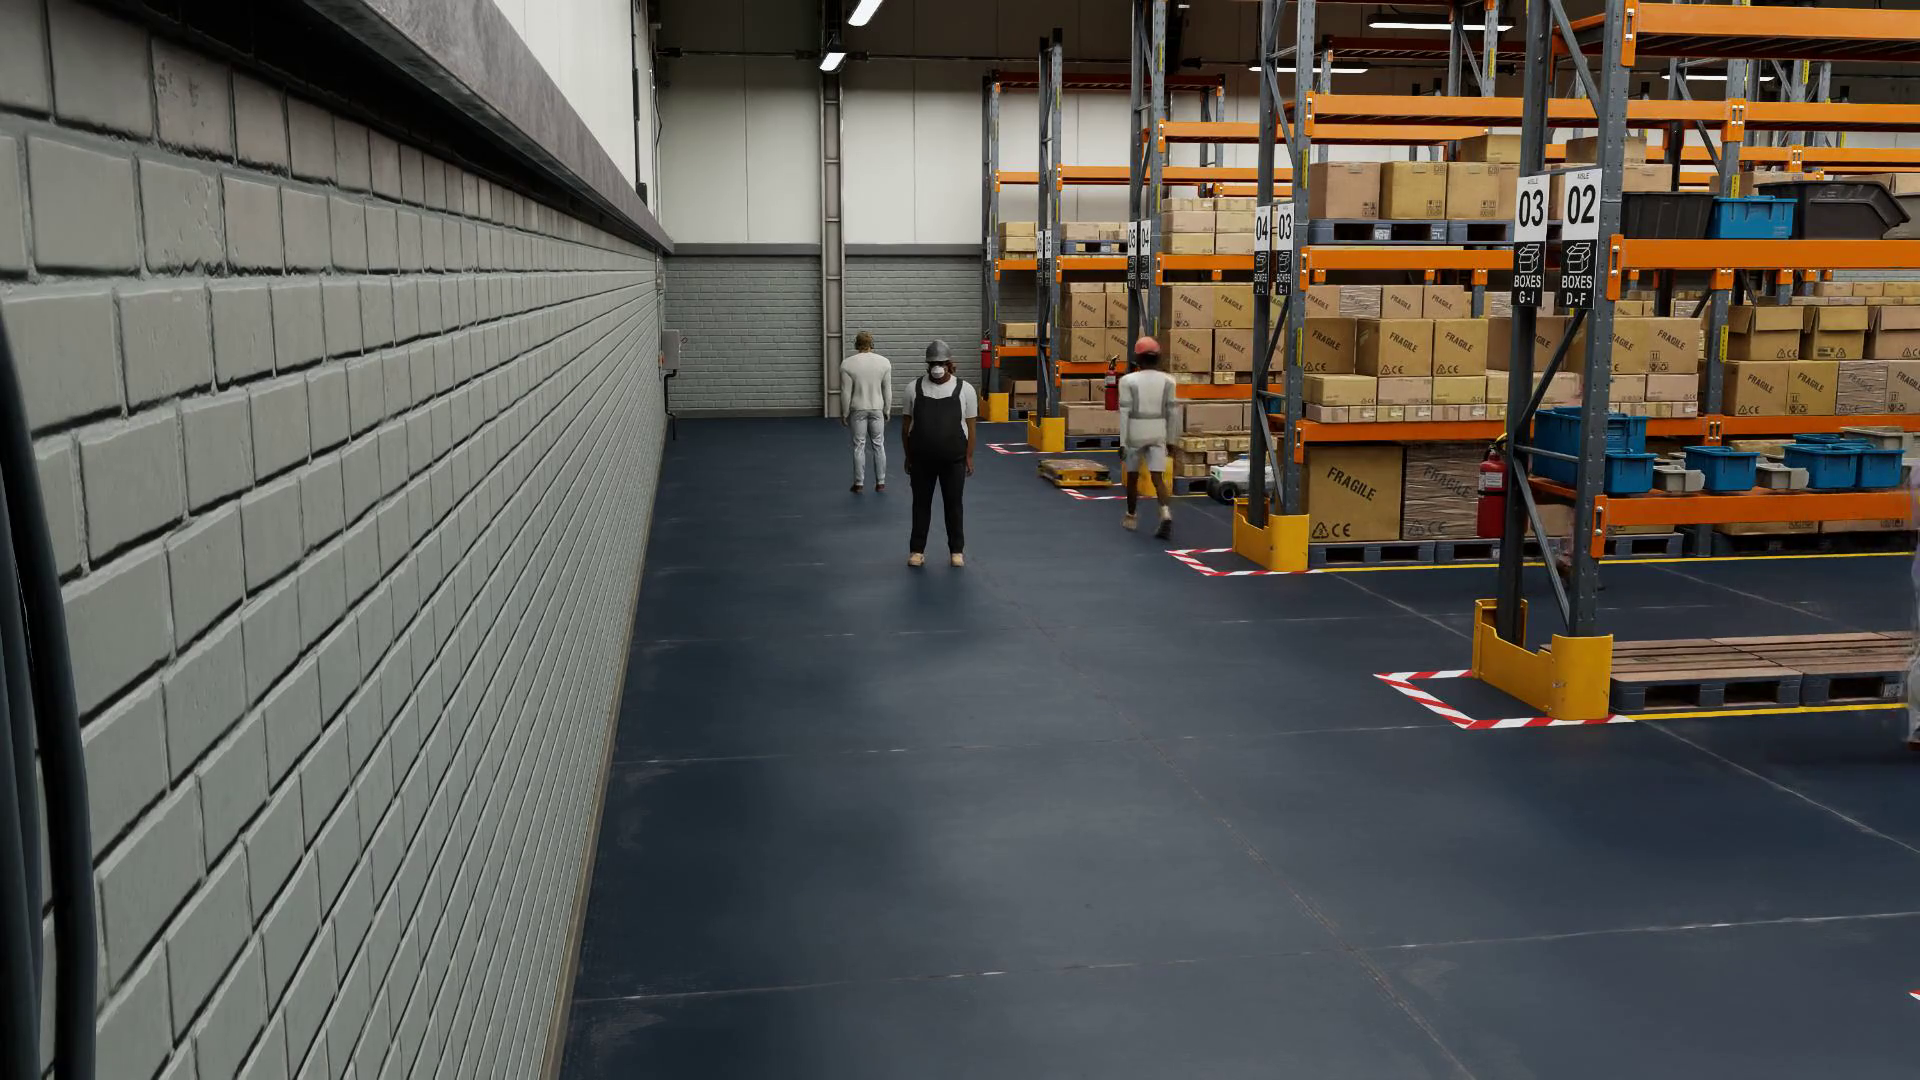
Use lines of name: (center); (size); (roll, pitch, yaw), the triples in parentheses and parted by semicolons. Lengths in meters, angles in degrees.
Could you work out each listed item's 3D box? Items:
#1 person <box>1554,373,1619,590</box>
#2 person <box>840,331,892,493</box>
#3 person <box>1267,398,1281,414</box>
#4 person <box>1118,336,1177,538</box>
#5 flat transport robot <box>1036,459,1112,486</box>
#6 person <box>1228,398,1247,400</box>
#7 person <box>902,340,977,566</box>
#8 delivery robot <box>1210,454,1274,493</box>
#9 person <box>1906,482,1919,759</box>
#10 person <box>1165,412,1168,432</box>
person: (5.145, -0.496, 13.650); (0.474, 1.890, 0.675); (-1, 9, -6)
person: (-1.124, -1.526, 19.889); (0.627, 1.934, 0.370); (-2, 10, -14)
person: (4.370, -2.022, 23.219); (0.390, 1.846, 0.565); (-5, 11, -29)
person: (1.895, -1.030, 16.639); (0.618, 2.013, 0.967); (-2, 9, -11)
flat transport robot: (1.417, -0.854, 20.855); (0.652, 0.197, 1.431); (-1, 9, -9)
person: (4.437, -2.675, 26.838); (0.563, 1.976, 0.642); (-3, 10, -20)
person: (-0.191, -0.772, 14.907); (0.679, 2.000, 0.537); (0, 9, 3)
delivery robot: (3.232, -0.740, 18.996); (0.707, 0.478, 0.477); (-1, 9, -7)
person: (5.360, 0.255, 8.927); (0.449, 1.922, 0.666); (1, 9, 4)
person: (2.474, -1.618, 20.696); (0.333, 1.860, 0.509); (-4, 10, -23)
